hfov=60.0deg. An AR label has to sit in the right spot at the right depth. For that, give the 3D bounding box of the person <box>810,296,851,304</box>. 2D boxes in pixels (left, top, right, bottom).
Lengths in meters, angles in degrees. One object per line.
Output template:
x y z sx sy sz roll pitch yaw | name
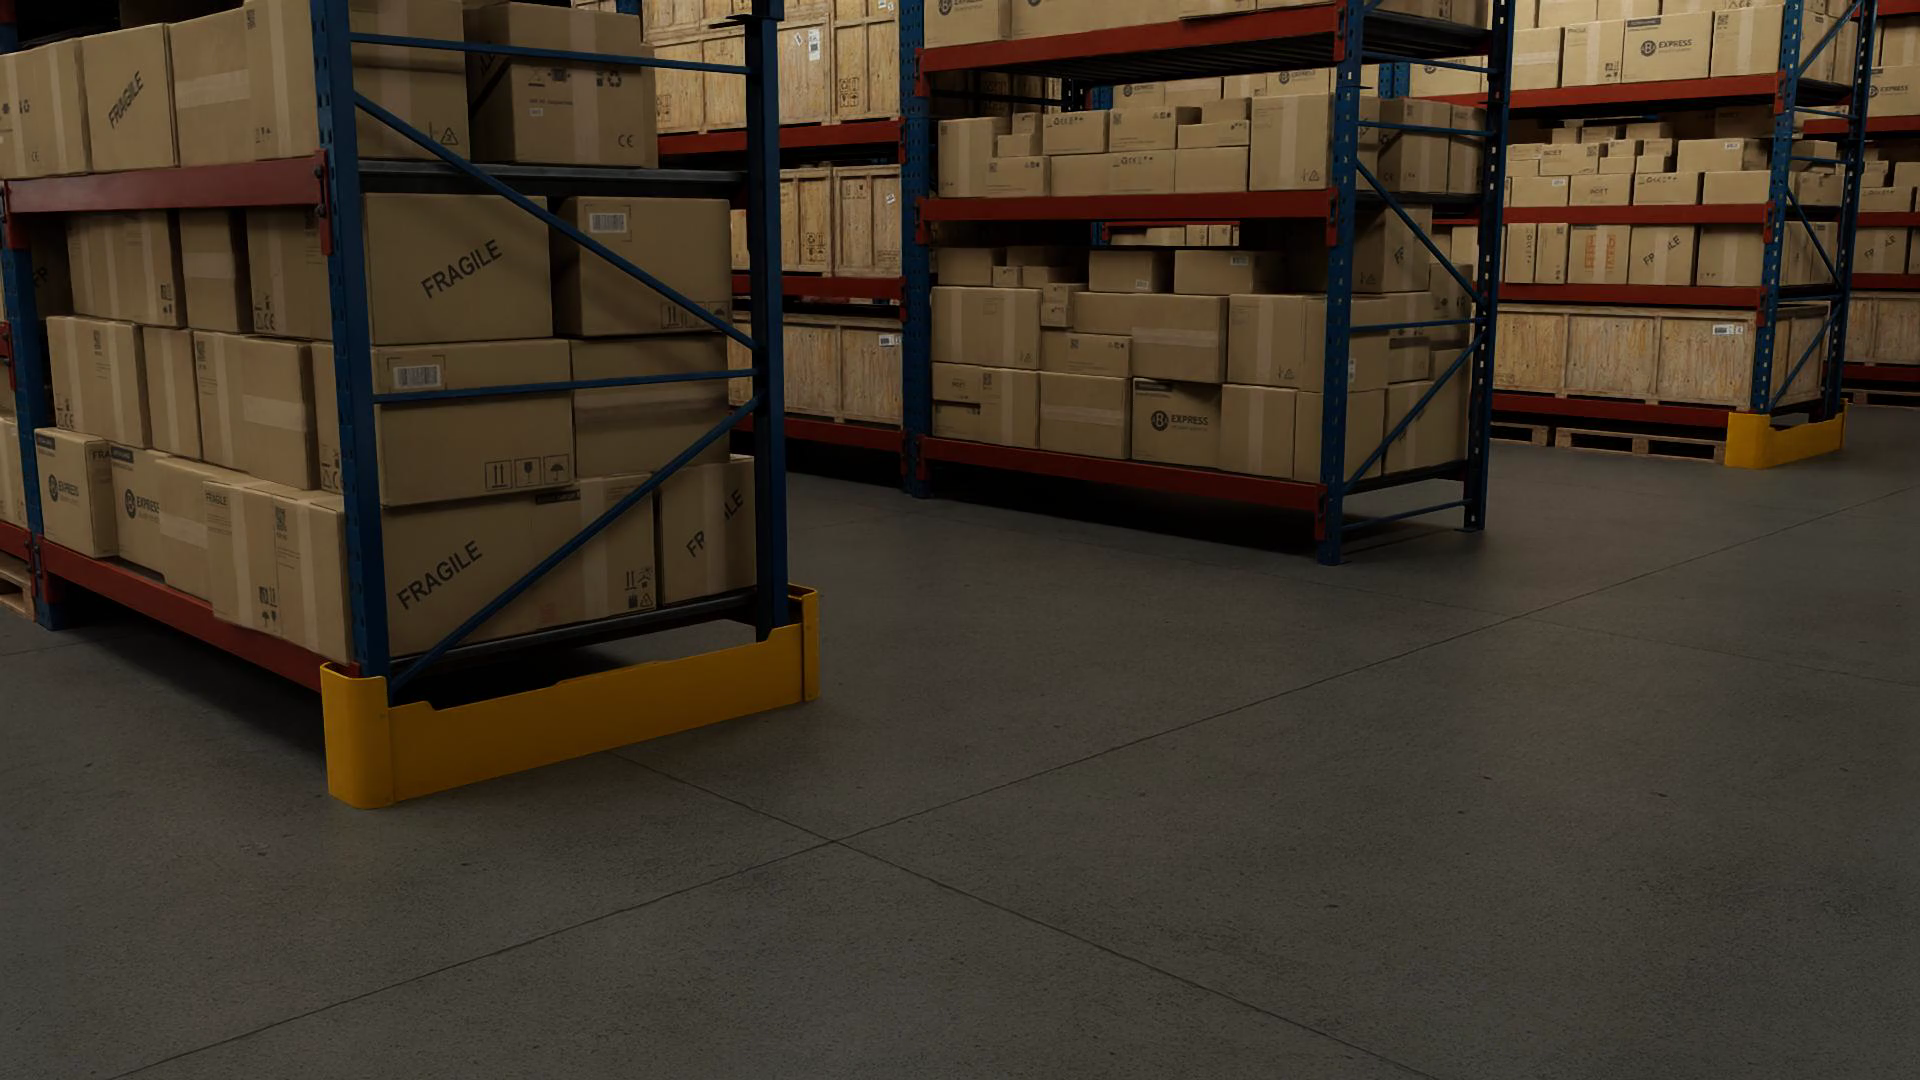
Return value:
-1.624 -2.708 21.195 0.623 1.925 1.049 -5 12 -27 | person
